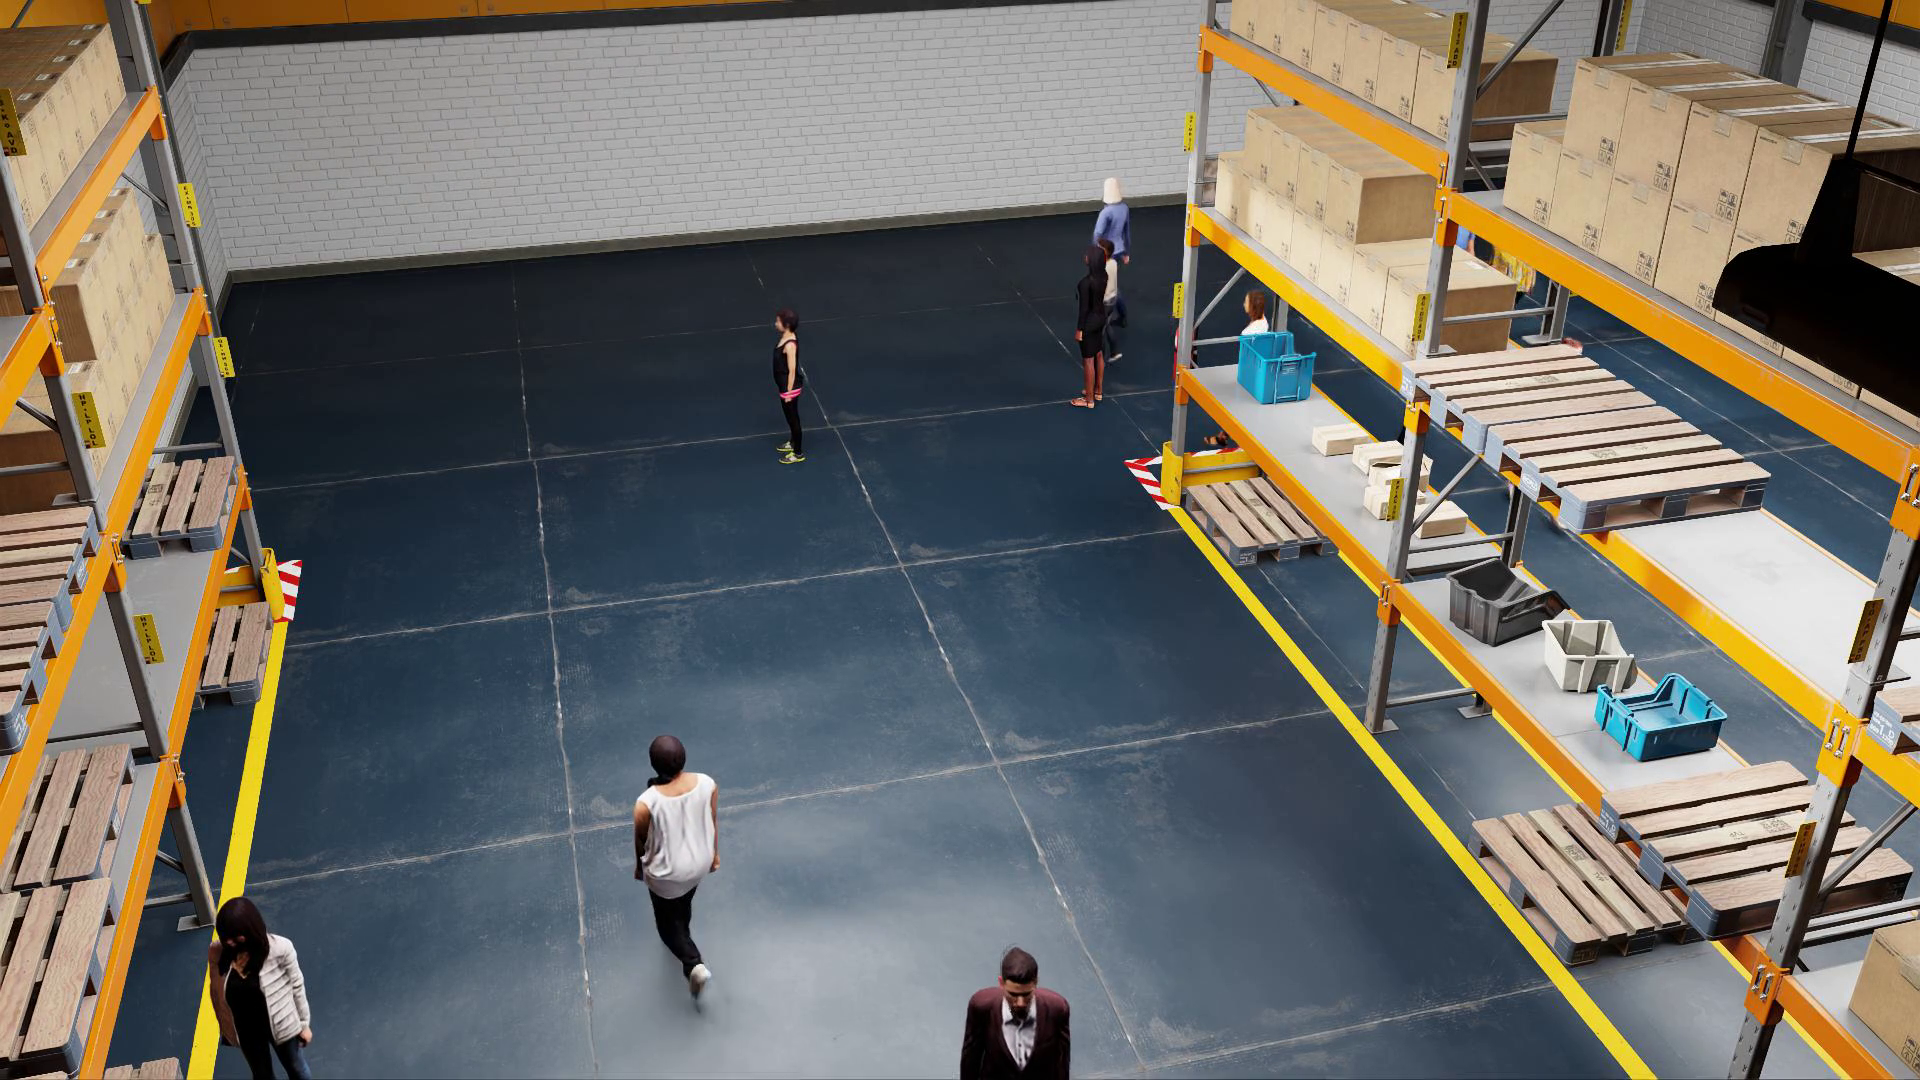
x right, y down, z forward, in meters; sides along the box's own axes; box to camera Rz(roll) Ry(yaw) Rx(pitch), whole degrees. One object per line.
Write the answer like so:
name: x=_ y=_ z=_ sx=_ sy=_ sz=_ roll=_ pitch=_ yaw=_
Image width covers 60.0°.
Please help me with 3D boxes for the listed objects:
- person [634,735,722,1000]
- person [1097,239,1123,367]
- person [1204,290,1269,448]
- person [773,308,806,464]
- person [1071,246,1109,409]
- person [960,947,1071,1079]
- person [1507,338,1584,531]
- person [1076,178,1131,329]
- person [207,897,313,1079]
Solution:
person: x=-1.640 y=1.898 z=9.687 sx=0.897 sy=1.669 sz=1.092 roll=-20 pitch=34 yaw=-32
person: x=1.614 y=-2.551 z=18.064 sx=0.777 sy=1.458 sz=0.719 roll=23 pitch=36 yaw=36
person: x=2.959 y=-1.598 z=16.115 sx=0.981 sy=1.650 sz=1.004 roll=8 pitch=30 yaw=15
person: x=-1.646 y=-1.514 z=16.063 sx=0.610 sy=1.552 sz=0.464 roll=-5 pitch=29 yaw=-8
person: x=1.357 y=-2.214 z=17.172 sx=0.731 sy=1.720 sz=0.676 roll=16 pitch=33 yaw=27
person: x=0.271 y=2.691 z=8.031 sx=0.736 sy=1.863 sz=0.661 roll=-1 pitch=29 yaw=-2
person: x=5.275 y=-1.012 z=14.988 sx=0.634 sy=1.701 sz=1.155 roll=-5 pitch=29 yaw=-8
person: x=1.793 y=-3.258 z=19.112 sx=1.186 sy=1.695 sz=1.045 roll=21 pitch=35 yaw=34
person: x=-3.612 y=2.489 z=8.641 sx=0.650 sy=1.634 sz=0.597 roll=-3 pitch=29 yaw=-5
